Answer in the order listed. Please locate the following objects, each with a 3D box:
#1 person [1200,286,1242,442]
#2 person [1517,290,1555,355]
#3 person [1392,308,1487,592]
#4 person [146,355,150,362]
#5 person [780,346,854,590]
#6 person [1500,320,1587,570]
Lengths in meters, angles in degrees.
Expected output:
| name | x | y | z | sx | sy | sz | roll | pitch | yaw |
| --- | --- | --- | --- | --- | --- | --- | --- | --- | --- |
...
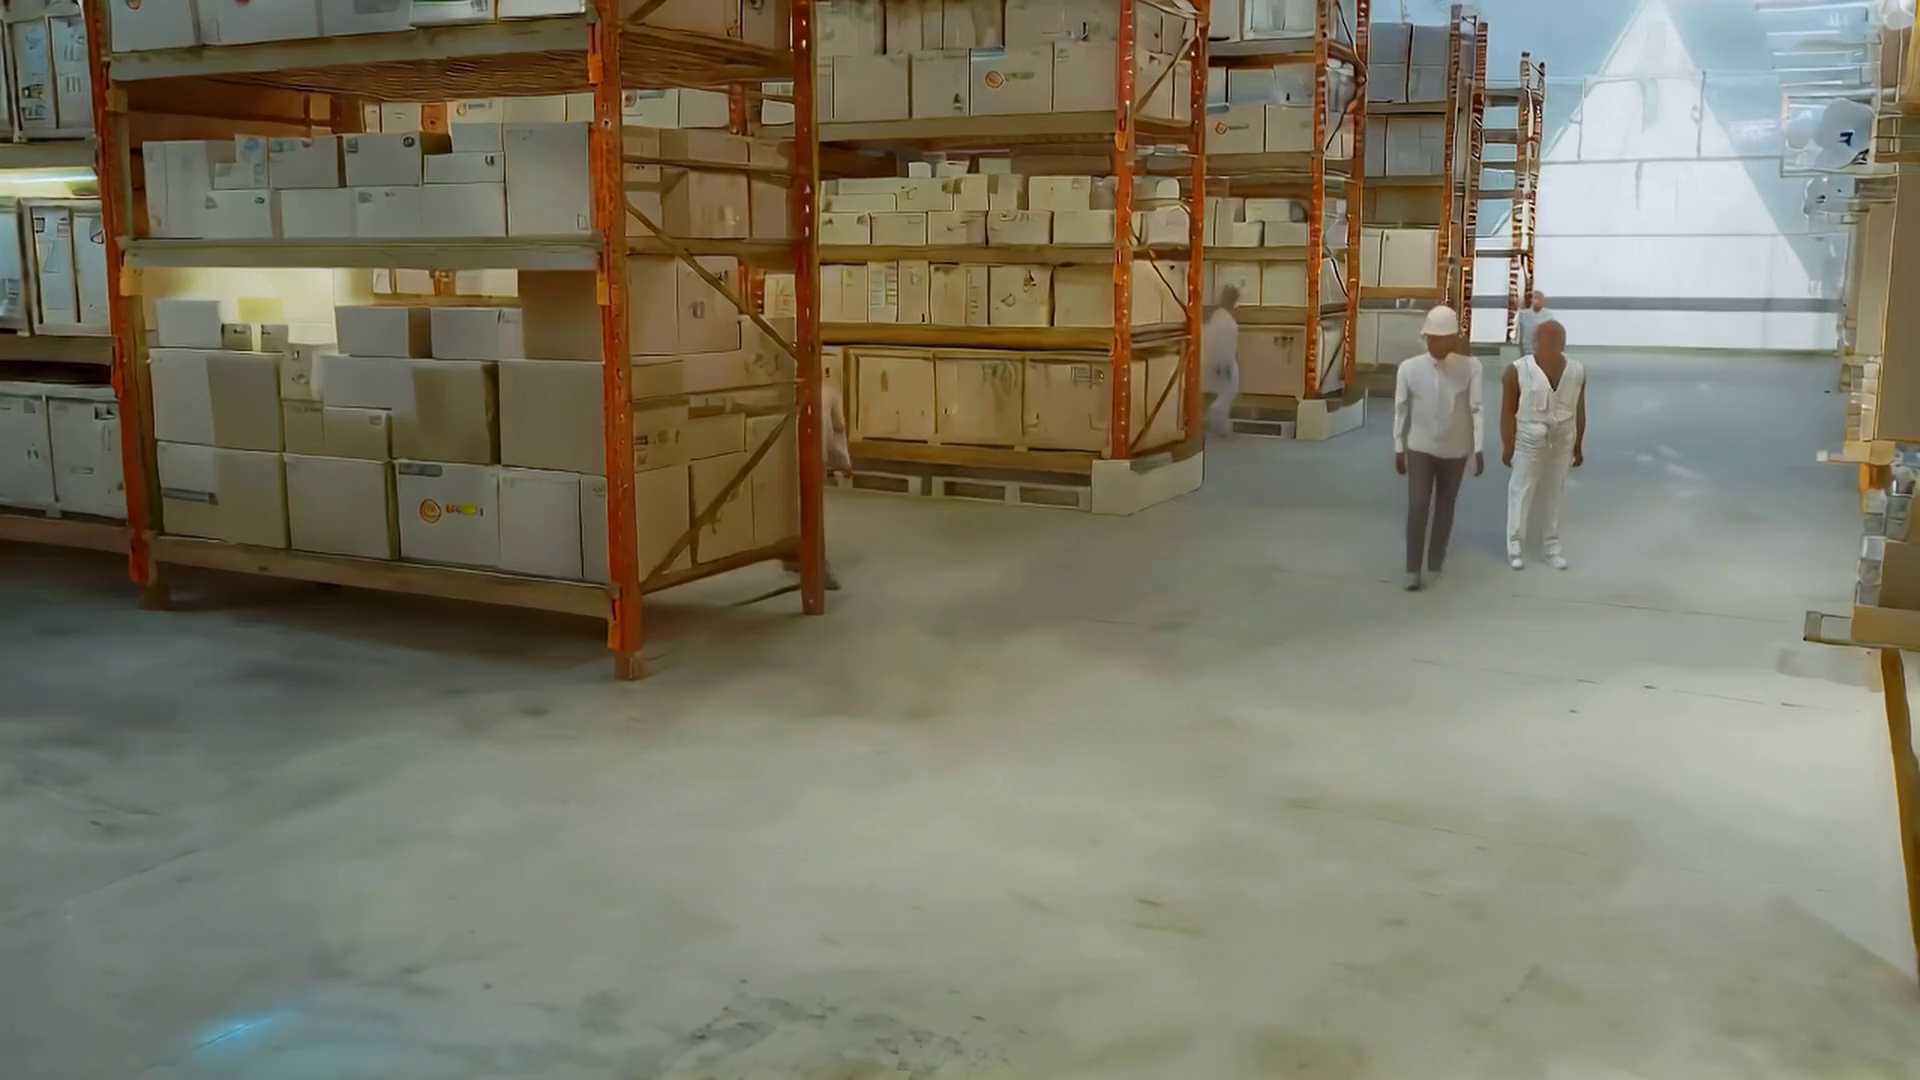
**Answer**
| name | x | y | z | sx | sy | sz | roll | pitch | yaw |
| --- | --- | --- | --- | --- | --- | --- | --- | --- | --- |
| person | 3.256 | -2.159 | 20.502 | 0.469 | 1.928 | 0.651 | 4 | 11 | 23 |
| person | 9.610 | -3.304 | 27.706 | 0.570 | 1.727 | 0.689 | 8 | 12 | 37 |
| person | 3.296 | -0.608 | 11.445 | 0.618 | 1.942 | 1.014 | 2 | 10 | 12 |
| person | -8.473 | -1.665 | 17.494 | 0.754 | 1.978 | 0.617 | 7 | 12 | 36 |
| person | -1.083 | -0.555 | 11.821 | 0.527 | 1.722 | 0.915 | -9 | 13 | -41 |
| person | 4.296 | -0.690 | 12.246 | 0.630 | 1.843 | 0.429 | 0 | 10 | -2 |
